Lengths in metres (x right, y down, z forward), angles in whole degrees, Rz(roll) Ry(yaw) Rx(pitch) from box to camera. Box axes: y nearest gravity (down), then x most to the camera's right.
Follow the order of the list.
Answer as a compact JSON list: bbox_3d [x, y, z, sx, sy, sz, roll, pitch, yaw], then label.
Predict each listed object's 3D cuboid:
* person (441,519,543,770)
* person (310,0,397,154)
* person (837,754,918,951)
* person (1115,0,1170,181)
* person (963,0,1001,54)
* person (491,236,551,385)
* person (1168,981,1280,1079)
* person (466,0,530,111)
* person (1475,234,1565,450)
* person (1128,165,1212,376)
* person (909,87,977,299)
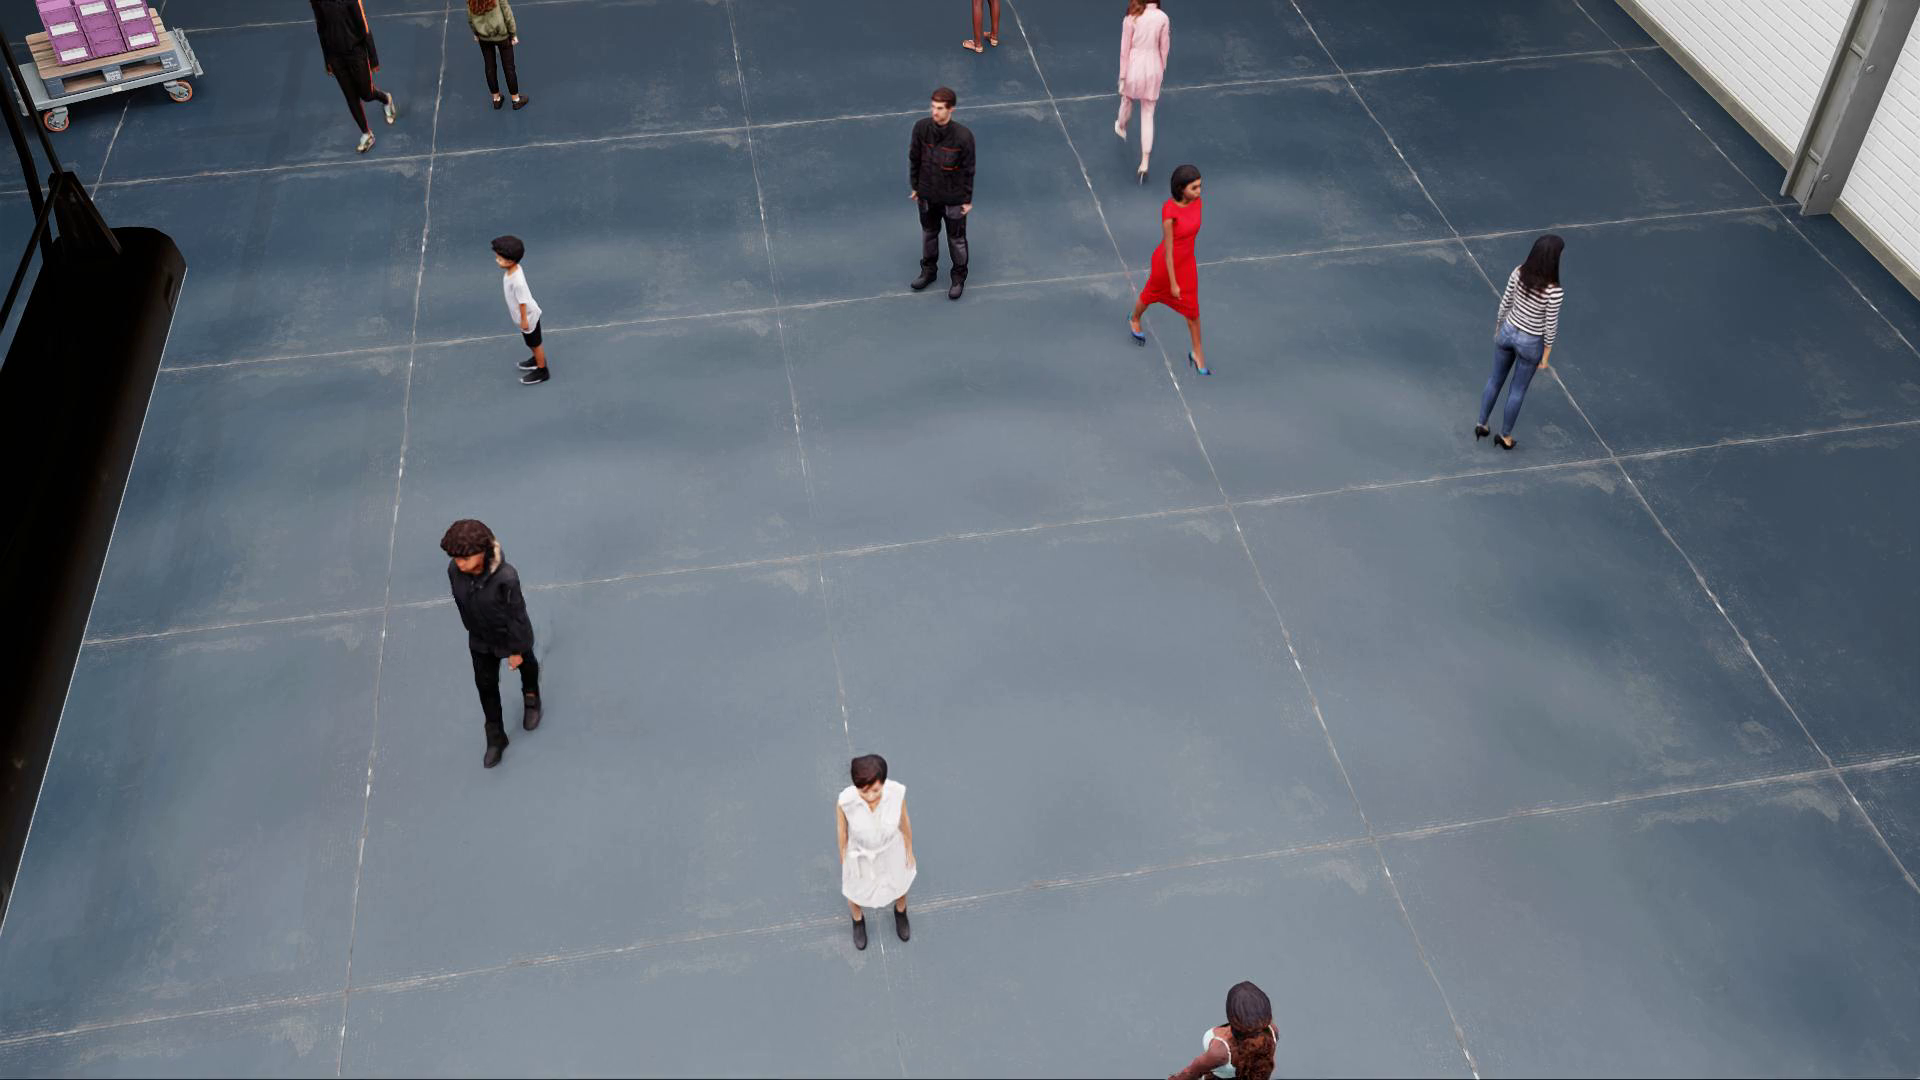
[{"bbox_3d":[-2.753,0.483,10.039,0.758,1.750,0.948,3,44,3],"label":"person"},{"bbox_3d":[-5.547,-4.470,15.208,0.789,1.793,0.960,5,44,5],"label":"person"},{"bbox_3d":[-0.461,1.656,8.952,0.584,1.552,0.535,-10,45,-11],"label":"person"},{"bbox_3d":[1.632,-4.052,14.803,0.661,1.747,1.133,-4,44,-5],"label":"person"},{"bbox_3d":[0.229,-5.732,16.585,0.688,1.720,0.681,-29,51,-27],"label":"person"},{"bbox_3d":[-3.344,-1.786,12.779,0.579,1.257,0.468,-15,46,-15],"label":"person"},{"bbox_3d":[1.283,2.701,7.762,0.817,1.680,1.188,-21,47,-20],"label":"person"},{"bbox_3d":[-4.427,-4.802,15.786,0.639,1.475,0.588,4,44,4],"label":"person"},{"bbox_3d":[4.038,-1.411,11.996,0.736,1.794,0.621,-30,51,-28],"label":"person"},{"bbox_3d":[1.570,-2.121,12.818,0.917,1.689,1.187,-28,50,-26],"label":"person"},{"bbox_3d":[-0.129,-2.815,13.438,0.794,1.838,0.798,18,46,18],"label":"person"}]
